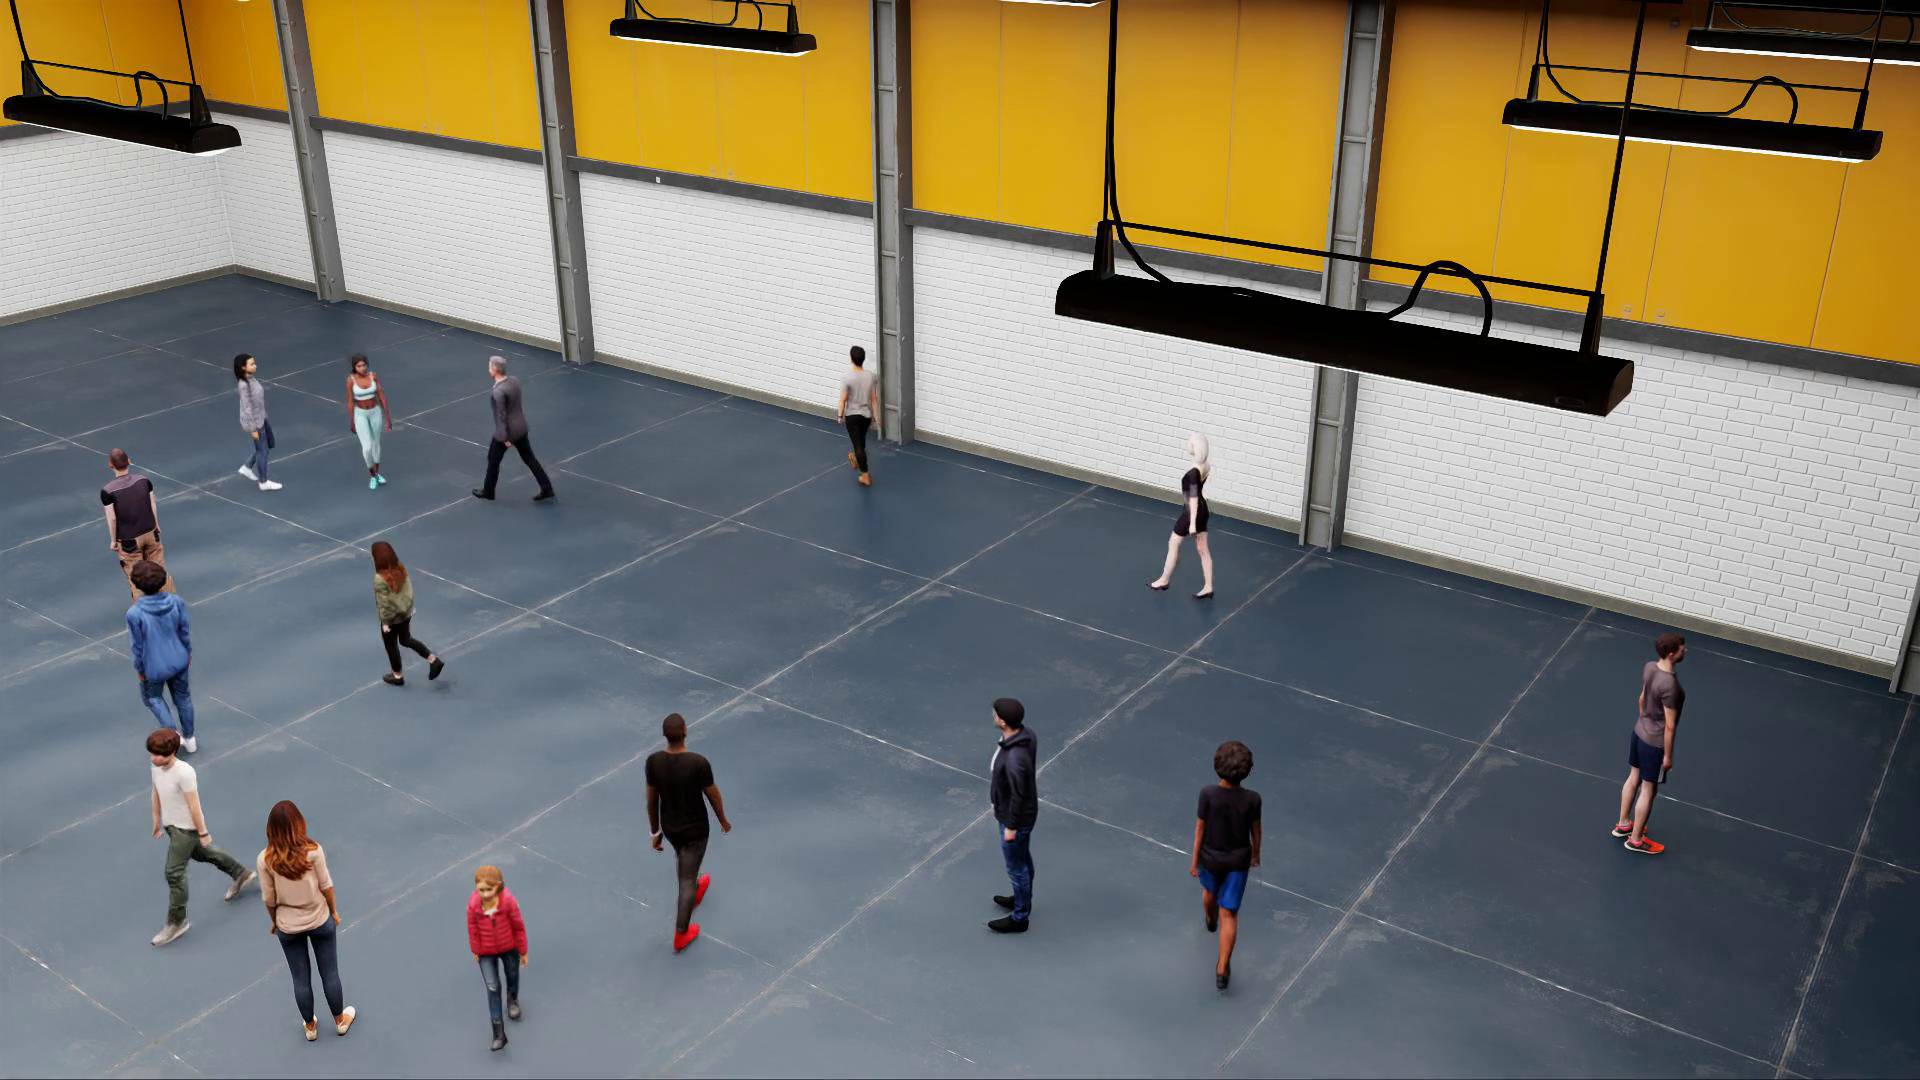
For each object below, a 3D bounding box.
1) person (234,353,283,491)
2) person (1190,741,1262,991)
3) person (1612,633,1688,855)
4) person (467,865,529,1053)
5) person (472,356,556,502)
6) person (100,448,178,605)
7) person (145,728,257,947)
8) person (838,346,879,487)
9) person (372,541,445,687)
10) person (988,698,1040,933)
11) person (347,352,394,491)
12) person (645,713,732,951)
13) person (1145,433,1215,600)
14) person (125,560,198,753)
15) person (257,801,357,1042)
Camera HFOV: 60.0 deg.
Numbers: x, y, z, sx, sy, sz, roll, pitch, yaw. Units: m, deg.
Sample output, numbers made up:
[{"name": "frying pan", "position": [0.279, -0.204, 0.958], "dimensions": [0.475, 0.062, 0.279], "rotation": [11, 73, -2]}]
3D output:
[{"name": "person", "position": [-8.553, -1.402, 19.973], "dimensions": [0.878, 1.714, 0.818], "rotation": [-4, 24, -10]}, {"name": "person", "position": [1.843, 2.274, 11.524], "dimensions": [1.193, 1.745, 1.012], "rotation": [5, 24, 10]}, {"name": "person", "position": [5.413, 1.566, 13.007], "dimensions": [0.759, 1.853, 0.729], "rotation": [-1, 24, -3]}, {"name": "person", "position": [-3.074, 2.699, 11.123], "dimensions": [0.852, 1.286, 0.932], "rotation": [-6, 24, -12]}, {"name": "person", "position": [-5.201, -1.259, 19.561], "dimensions": [1.335, 1.782, 0.951], "rotation": [6, 24, 13]}, {"name": "person", "position": [-8.286, -0.051, 16.723], "dimensions": [0.564, 1.840, 0.669], "rotation": [16, 28, 32]}, {"name": "person", "position": [-5.601, 2.069, 12.158], "dimensions": [1.047, 1.613, 0.641], "rotation": [15, 28, 31]}, {"name": "person", "position": [-1.207, -1.478, 20.187], "dimensions": [0.976, 1.681, 1.186], "rotation": [-11, 26, -24]}, {"name": "person", "position": [-5.173, 0.710, 15.459], "dimensions": [0.937, 1.459, 0.755], "rotation": [7, 25, 15]}, {"name": "person", "position": [0.421, 1.975, 12.027], "dimensions": [0.729, 1.890, 0.753], "rotation": [4, 24, 9]}, {"name": "person", "position": [-7.200, -1.482, 20.167], "dimensions": [0.703, 1.704, 0.775], "rotation": [-19, 30, -36]}, {"name": "person", "position": [-2.002, 2.110, 11.859], "dimensions": [1.051, 1.777, 0.926], "rotation": [7, 25, 16]}, {"name": "person", "position": [2.501, -0.200, 17.110], "dimensions": [0.984, 1.804, 0.684], "rotation": [13, 27, 26]}, {"name": "person", "position": [-6.799, 1.050, 14.256], "dimensions": [0.670, 1.799, 0.720], "rotation": [21, 31, 39]}, {"name": "person", "position": [-4.311, 2.507, 10.933], "dimensions": [0.670, 1.792, 0.716], "rotation": [-6, 24, -13]}]
